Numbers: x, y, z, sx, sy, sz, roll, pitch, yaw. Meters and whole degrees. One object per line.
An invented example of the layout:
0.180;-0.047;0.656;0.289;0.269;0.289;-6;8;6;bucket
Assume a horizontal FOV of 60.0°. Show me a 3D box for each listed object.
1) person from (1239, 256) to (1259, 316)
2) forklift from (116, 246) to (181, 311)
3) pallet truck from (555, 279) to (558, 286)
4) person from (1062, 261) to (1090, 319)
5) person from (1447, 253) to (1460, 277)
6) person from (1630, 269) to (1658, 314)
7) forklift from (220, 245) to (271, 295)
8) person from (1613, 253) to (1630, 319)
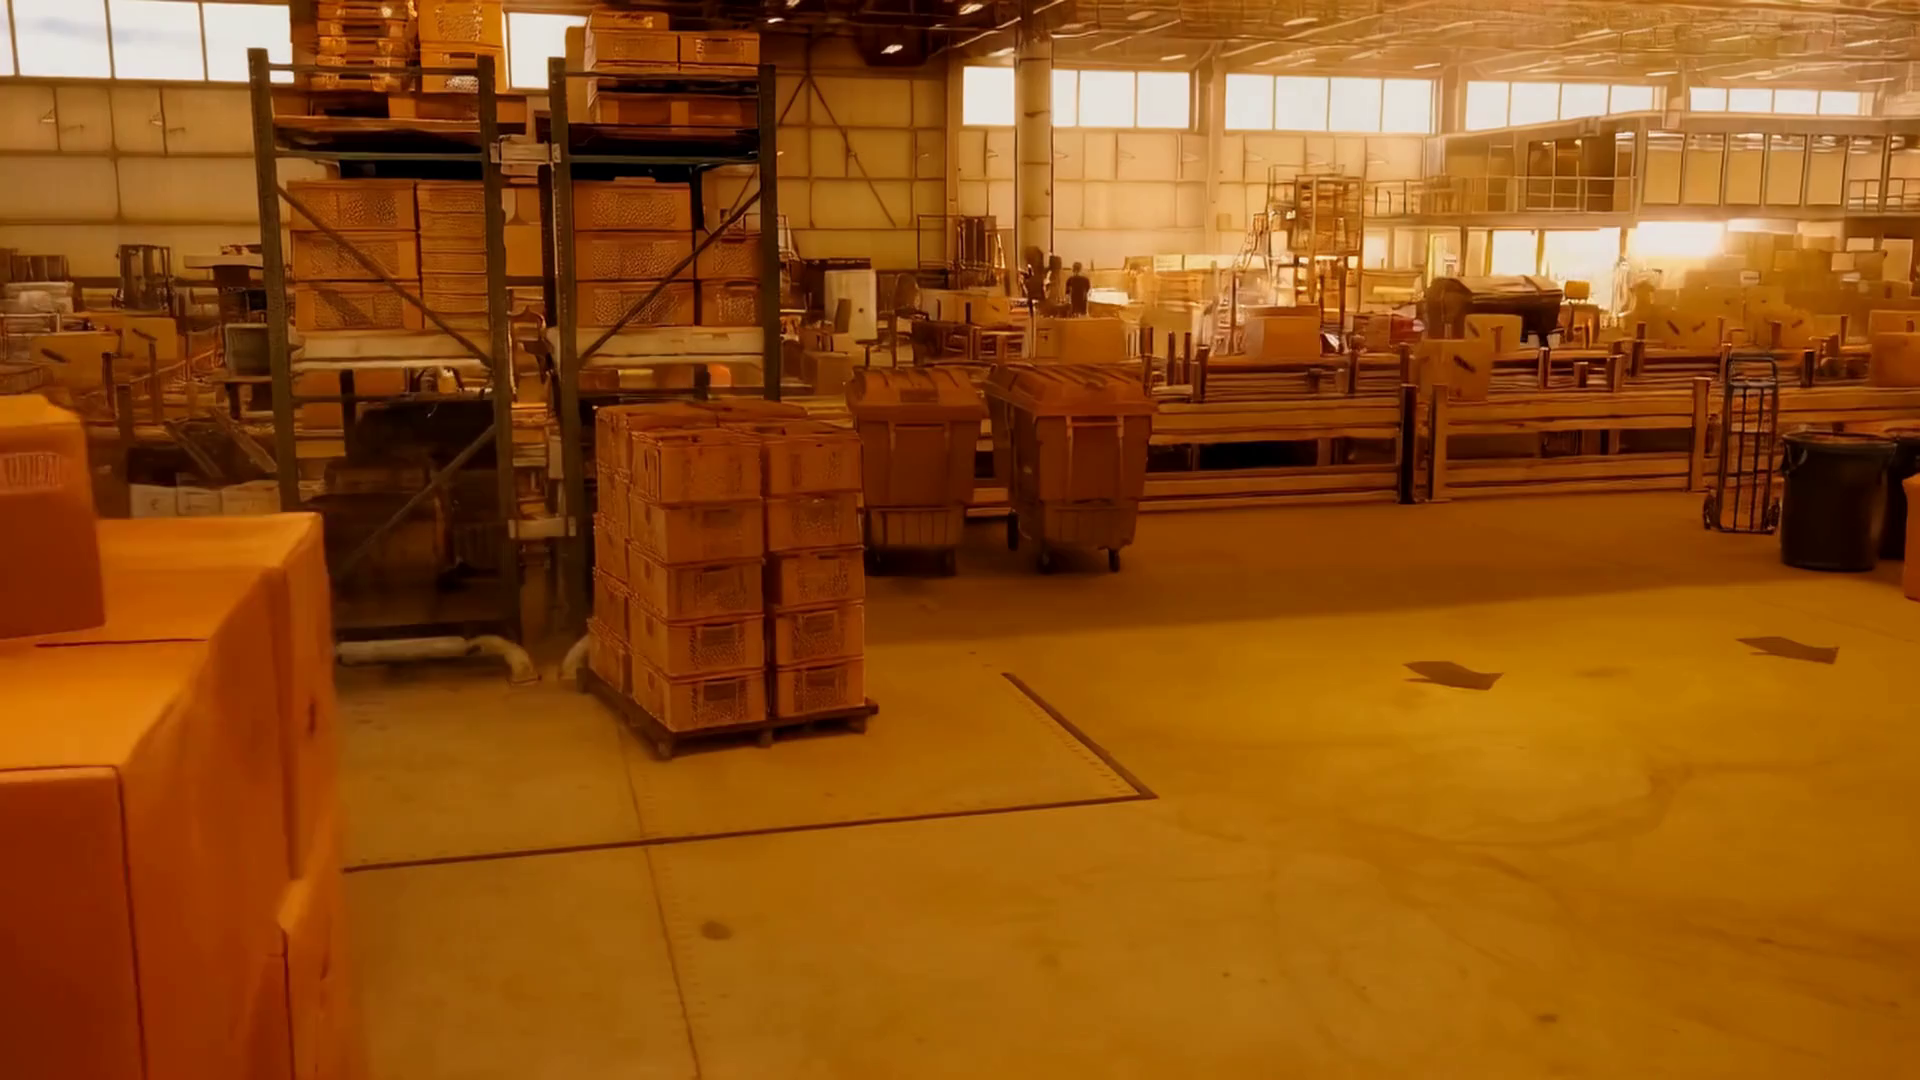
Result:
8.804;-7.587;49.920;0.967;1.815;0.646;-4;11;-22;person
-19.966;-6.232;40.894;1.157;1.987;2.680;-3;10;-15;forklift
-10.604;-6.375;44.520;0.653;1.274;1.630;-3;10;-15;pallet truck
2.176;-4.361;31.560;0.577;1.849;0.406;-3;11;-19;person
17.085;-8.915;57.211;0.758;1.902;0.600;6;12;31;person
12.662;-4.150;30.799;0.523;1.703;0.976;6;12;30;person
-17.749;-6.334;41.440;1.157;1.987;2.680;-3;10;-17;forklift
19.423;-7.435;48.768;0.581;1.917;0.474;-5;11;-27;person
